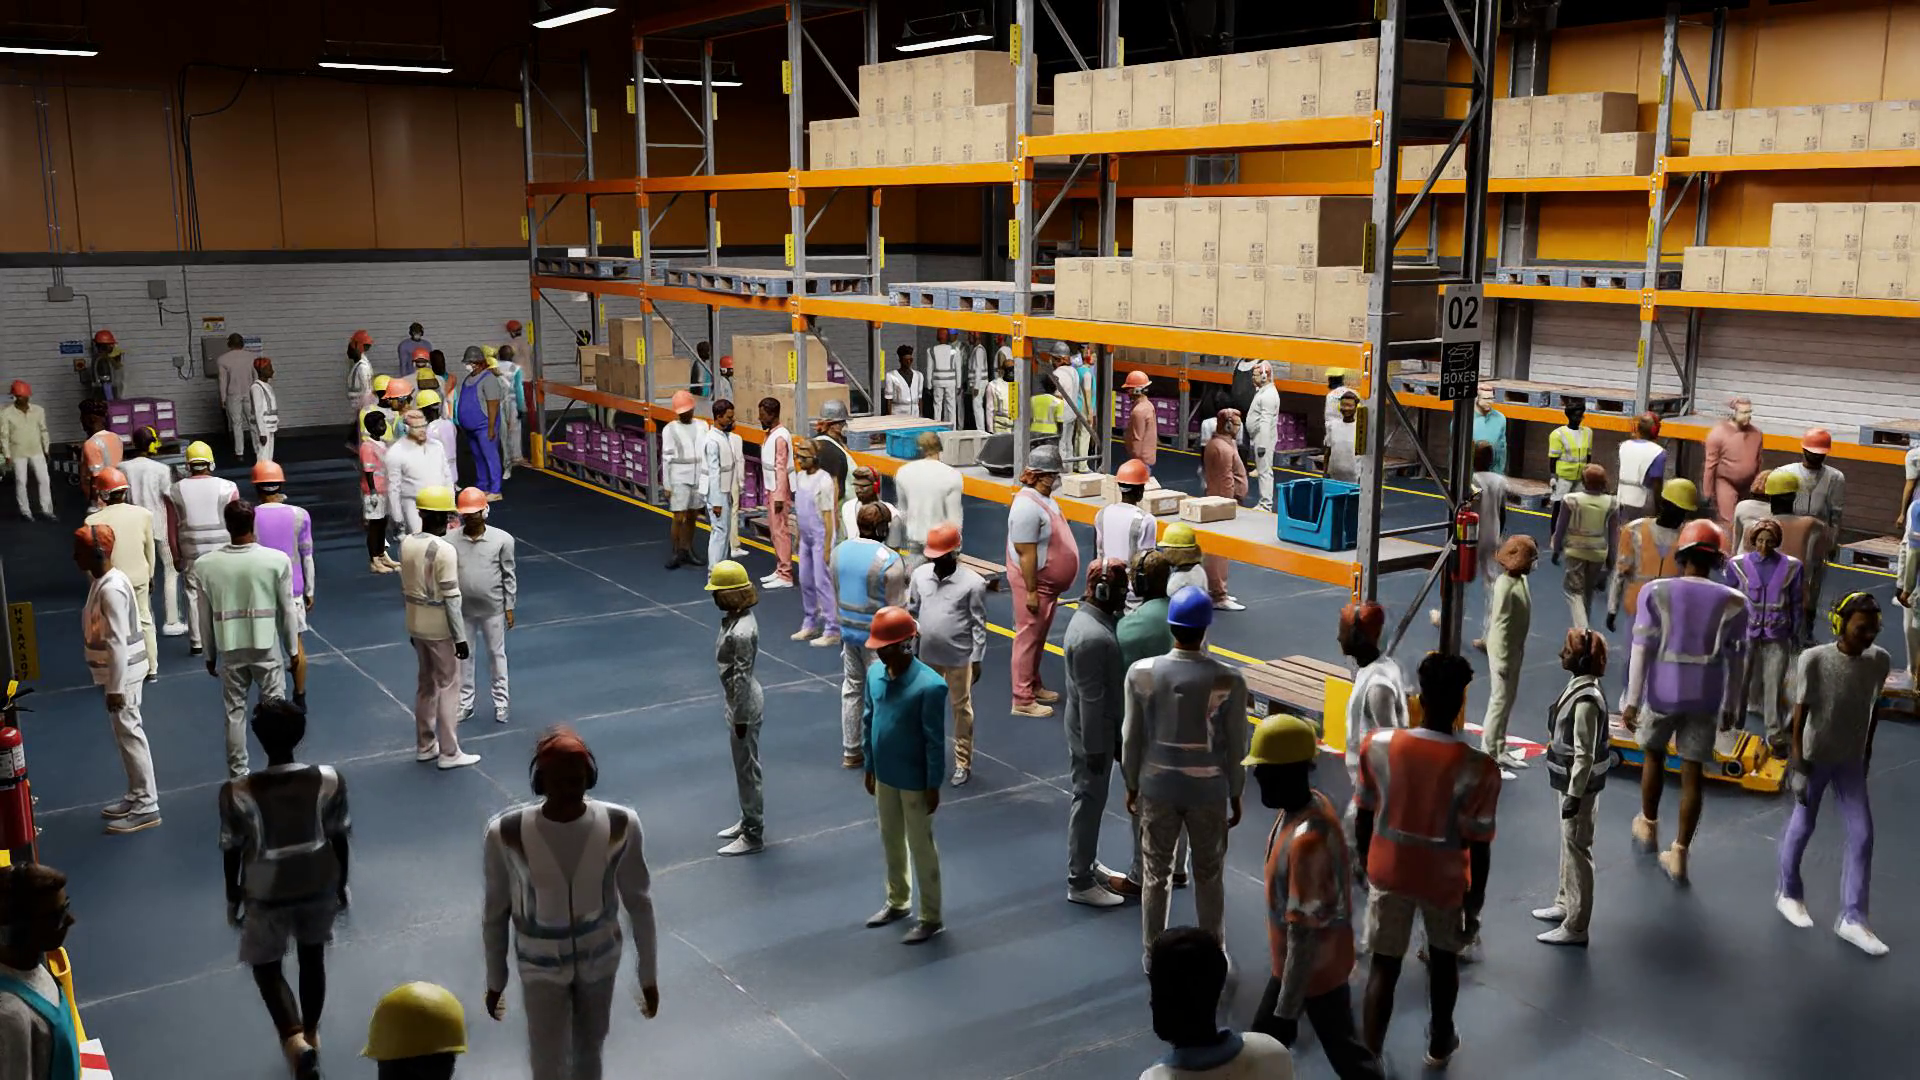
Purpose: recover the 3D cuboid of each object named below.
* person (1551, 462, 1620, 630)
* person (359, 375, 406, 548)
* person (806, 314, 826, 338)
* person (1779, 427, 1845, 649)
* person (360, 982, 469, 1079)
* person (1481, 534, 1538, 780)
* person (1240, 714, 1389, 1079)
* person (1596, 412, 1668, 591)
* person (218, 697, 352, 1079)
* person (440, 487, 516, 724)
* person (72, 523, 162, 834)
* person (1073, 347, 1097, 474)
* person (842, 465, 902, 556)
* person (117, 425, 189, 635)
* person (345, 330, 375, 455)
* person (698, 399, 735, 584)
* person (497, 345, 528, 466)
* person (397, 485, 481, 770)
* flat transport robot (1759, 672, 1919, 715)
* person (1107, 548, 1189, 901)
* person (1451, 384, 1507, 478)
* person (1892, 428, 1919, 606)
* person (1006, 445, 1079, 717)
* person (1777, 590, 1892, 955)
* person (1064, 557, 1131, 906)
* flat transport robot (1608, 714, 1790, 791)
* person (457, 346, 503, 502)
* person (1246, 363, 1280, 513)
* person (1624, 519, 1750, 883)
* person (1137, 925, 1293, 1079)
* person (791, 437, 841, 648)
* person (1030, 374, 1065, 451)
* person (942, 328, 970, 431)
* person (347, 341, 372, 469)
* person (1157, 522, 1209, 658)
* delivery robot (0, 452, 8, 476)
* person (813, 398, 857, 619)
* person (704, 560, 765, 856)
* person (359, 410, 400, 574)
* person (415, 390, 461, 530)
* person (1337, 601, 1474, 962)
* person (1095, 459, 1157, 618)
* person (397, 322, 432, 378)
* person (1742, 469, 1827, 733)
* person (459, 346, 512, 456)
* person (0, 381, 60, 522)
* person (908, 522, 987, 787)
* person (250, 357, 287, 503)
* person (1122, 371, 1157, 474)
[{"bbox_3d":[5.357,0.149,14.197,0.512,1.610,0.756,0,11,1],"label":"person"},{"bbox_3d":[-6.427,-0.889,18.683,0.357,1.930,0.588,9,14,37],"label":"person"},{"bbox_3d":[-2.842,-3.456,31.770,0.628,1.945,0.416,5,12,24],"label":"person"},{"bbox_3d":[7.224,-0.012,14.218,0.549,1.926,0.388,4,12,18],"label":"person"},{"bbox_3d":[-1.259,2.004,4.020,0.433,1.882,0.635,-1,11,-4],"label":"person"},{"bbox_3d":[3.643,0.760,11.031,0.286,1.630,0.512,7,13,31],"label":"person"},{"bbox_3d":[1.317,1.586,6.222,1.009,1.864,0.701,1,11,5],"label":"person"},{"bbox_3d":[6.529,-0.328,16.088,0.632,1.828,0.575,-4,12,-19],"label":"person"},{"bbox_3d":[-2.836,1.505,7.080,0.539,1.676,0.679,-7,13,-34],"label":"person"},{"bbox_3d":[-3.526,0.475,12.154,0.563,1.752,0.325,-1,11,-6],"label":"person"},{"bbox_3d":[-5.107,0.823,10.076,0.350,1.878,0.570,-7,13,-30],"label":"person"},{"bbox_3d":[1.772,-1.838,23.764,0.372,1.840,0.570,-2,11,-9],"label":"person"},{"bbox_3d":[-0.658,0.327,12.724,0.563,1.835,0.403,10,15,43],"label":"person"},{"bbox_3d":[-7.190,-0.068,14.661,0.764,1.869,0.422,0,11,2],"label":"person"},{"bbox_3d":[-9.194,-2.256,25.612,0.577,1.975,0.674,-9,14,-38],"label":"person"},{"bbox_3d":[-2.391,-0.453,16.520,0.398,1.909,0.599,0,11,2],"label":"person"},{"bbox_3d":[-6.717,-1.950,24.487,0.647,1.822,0.673,1,11,7],"label":"person"},{"bbox_3d":[-3.520,0.584,11.193,0.598,1.913,0.401,10,15,41],"label":"person"},{"bbox_3d":[6.796,1.126,12.632,1.431,0.197,0.652,5,12,23],"label":"flat transport robot"},{"bbox_3d":[1.055,1.003,9.045,0.632,1.920,0.369,-11,15,-43],"label":"person"},{"bbox_3d":[5.628,-0.743,18.029,0.647,1.899,0.399,-2,11,-11],"label":"person"},{"bbox_3d":[9.115,-0.260,15.694,0.507,1.842,0.351,0,11,0],"label":"person"},{"bbox_3d":[0.622,0.282,12.411,0.535,2.000,0.685,3,11,14],"label":"person"},{"bbox_3d":[4.460,1.162,8.436,0.517,1.836,0.815,0,11,0],"label":"person"},{"bbox_3d":[0.766,1.024,8.995,0.400,1.899,0.636,2,11,12],"label":"person"},{"bbox_3d":[4.792,1.397,11.246,1.431,0.197,0.652,7,13,31],"label":"flat transport robot"},{"bbox_3d":[-6.268,-1.521,21.634,0.535,2.000,0.683,-11,15,-44],"label":"person"},{"bbox_3d":[3.716,-1.226,20.493,0.399,1.902,0.643,2,11,8],"label":"person"},{"bbox_3d":[4.110,0.873,9.490,0.643,1.995,0.903,3,11,14],"label":"person"},{"bbox_3d":[0.685,1.946,4.297,0.604,1.892,0.686,-8,14,-36],"label":"person"},{"bbox_3d":[-1.245,0.015,14.315,0.359,1.833,0.506,-8,13,-34],"label":"person"},{"bbox_3d":[1.119,-1.322,21.581,0.542,1.663,0.525,8,14,36],"label":"person"},{"bbox_3d":[-0.126,-2.664,27.727,0.602,1.947,0.389,5,12,25],"label":"person"},{"bbox_3d":[-8.790,-1.980,24.391,0.353,1.883,0.572,-5,12,-23],"label":"person"},{"bbox_3d":[1.457,0.740,10.877,0.375,1.733,0.498,7,13,31],"label":"person"},{"bbox_3d":[-13.576,-1.098,23.044,0.707,0.478,0.477,-1,11,-5],"label":"delivery robot"},{"bbox_3d":[-1.144,-0.301,15.390,0.536,2.000,0.688,-2,11,-10],"label":"person"},{"bbox_3d":[-1.307,0.968,9.690,0.321,1.737,0.483,-2,11,-11],"label":"person"},{"bbox_3d":[-6.045,-0.503,17.306,0.318,1.698,0.535,0,11,-1],"label":"person"},{"bbox_3d":[-5.417,-0.598,17.240,0.399,1.914,0.589,2,11,11],"label":"person"},{"bbox_3d":[2.116,1.213,8.254,0.959,1.824,0.635,4,12,20],"label":"person"},{"bbox_3d":[1.244,0.366,12.263,0.543,1.932,0.385,11,15,44],"label":"person"},{"bbox_3d":[-9.049,-2.662,27.750,0.372,1.935,0.627,8,14,35],"label":"person"},{"bbox_3d":[5.943,0.429,12.044,0.590,1.894,0.888,2,11,9],"label":"person"},{"bbox_3d":[-7.209,-2.102,25.461,0.934,1.710,0.531,-7,13,-32],"label":"person"},{"bbox_3d":[-11.181,-1.047,19.996,0.732,1.723,0.597,9,14,38],"label":"person"},{"bbox_3d":[-0.107,0.737,10.841,0.560,1.742,0.341,6,12,27],"label":"person"},{"bbox_3d":[-8.973,-1.417,21.510,0.362,1.883,0.575,-2,11,-10],"label":"person"},{"bbox_3d":[1.994,-0.898,18.601,0.408,1.987,0.613,3,11,14],"label":"person"}]
